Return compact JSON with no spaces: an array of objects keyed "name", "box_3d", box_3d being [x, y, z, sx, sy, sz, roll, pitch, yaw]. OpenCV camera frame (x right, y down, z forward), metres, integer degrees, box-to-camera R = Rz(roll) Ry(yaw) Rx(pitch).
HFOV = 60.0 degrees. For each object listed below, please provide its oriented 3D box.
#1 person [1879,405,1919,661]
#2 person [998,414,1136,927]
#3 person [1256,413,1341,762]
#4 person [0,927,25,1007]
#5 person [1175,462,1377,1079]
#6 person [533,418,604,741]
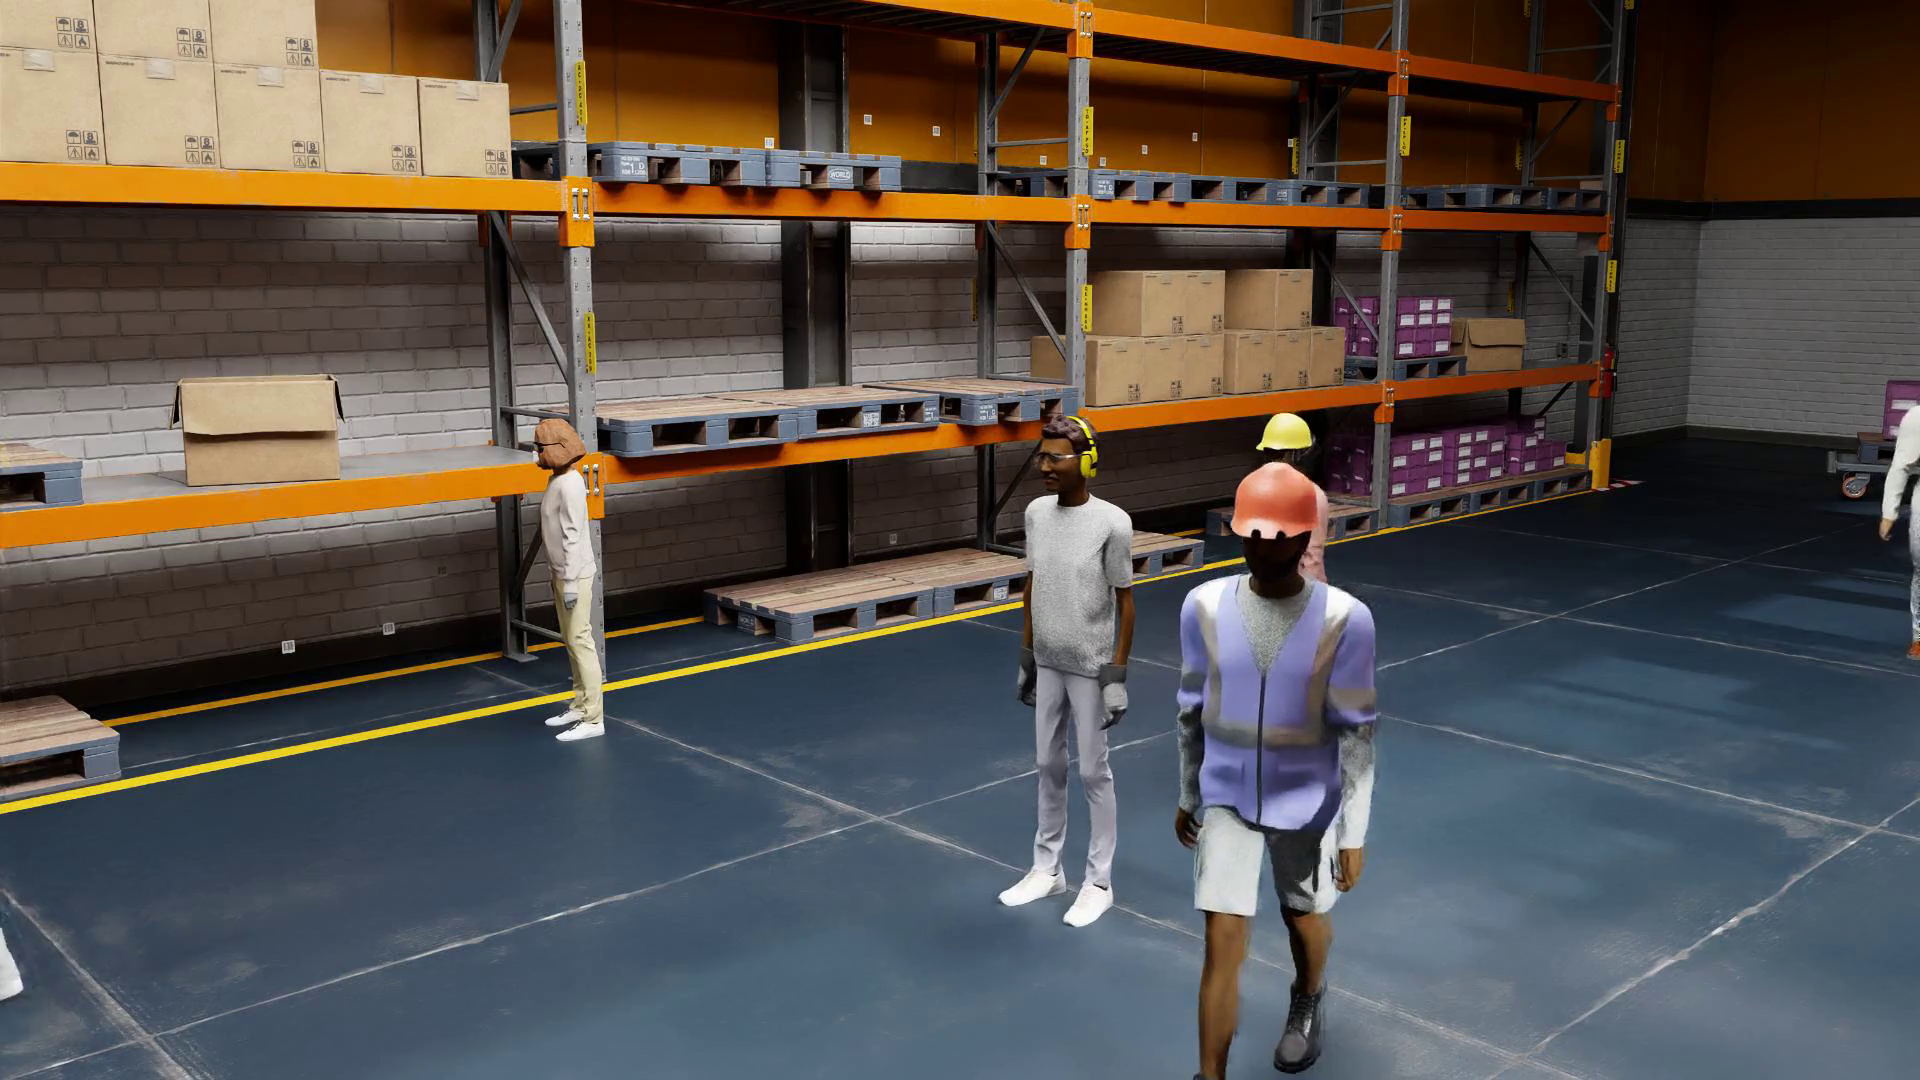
[{"name":"person","box_3d":[5.747,-0.137,9.670,0.687,1.866,1.031,5,11,29]},{"name":"person","box_3d":[0.405,0.471,6.079,0.515,1.872,0.333,9,13,43]},{"name":"person","box_3d":[1.536,0.263,7.746,0.930,1.710,0.534,-4,11,-23]},{"name":"person","box_3d":[-3.427,0.646,5.045,0.984,1.866,0.600,-8,12,-39]},{"name":"person","box_3d":[0.877,0.707,4.670,0.569,1.889,1.005,4,10,21]},{"name":"person","box_3d":[-1.992,0.195,8.427,0.285,1.626,0.496,-4,10,-22]}]
